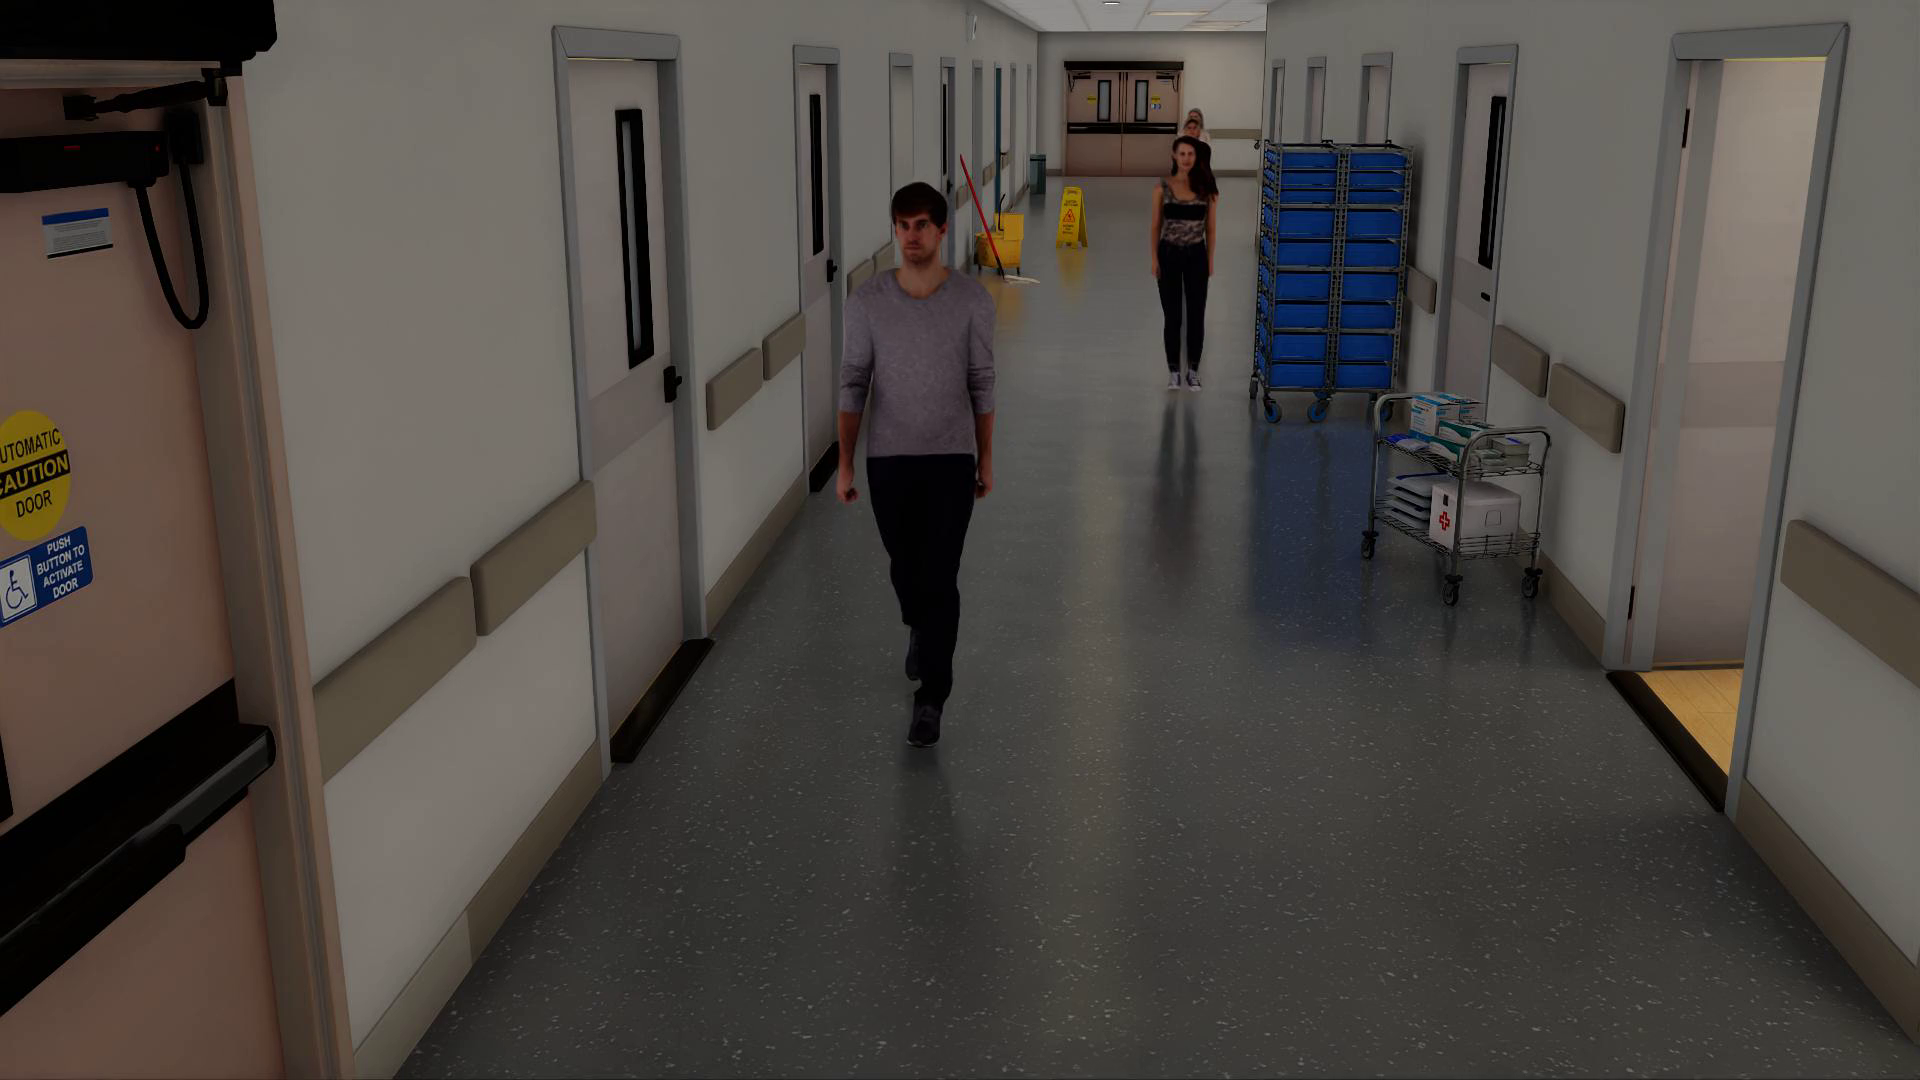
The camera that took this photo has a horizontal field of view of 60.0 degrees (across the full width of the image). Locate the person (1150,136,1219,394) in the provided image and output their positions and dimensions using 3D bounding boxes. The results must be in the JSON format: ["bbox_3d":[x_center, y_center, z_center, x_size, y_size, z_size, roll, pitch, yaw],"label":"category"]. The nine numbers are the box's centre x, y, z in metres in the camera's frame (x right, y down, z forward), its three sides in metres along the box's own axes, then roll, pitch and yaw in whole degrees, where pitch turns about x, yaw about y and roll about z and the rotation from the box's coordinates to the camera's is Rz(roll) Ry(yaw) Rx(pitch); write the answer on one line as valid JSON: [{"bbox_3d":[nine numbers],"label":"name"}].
[{"bbox_3d":[1.541,-1.905,11.567,0.633,1.749,0.747,3,16,11],"label":"person"}]

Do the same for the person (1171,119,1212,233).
[{"bbox_3d":[2.610,-3.920,18.875,0.651,1.662,0.802,3,16,12],"label":"person"}]

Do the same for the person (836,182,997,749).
[{"bbox_3d":[-0.122,-0.277,5.697,0.693,1.800,1.173,2,16,8],"label":"person"}]

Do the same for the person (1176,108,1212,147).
[{"bbox_3d":[2.977,-4.668,21.435,0.757,1.713,1.106,5,16,16],"label":"person"}]
